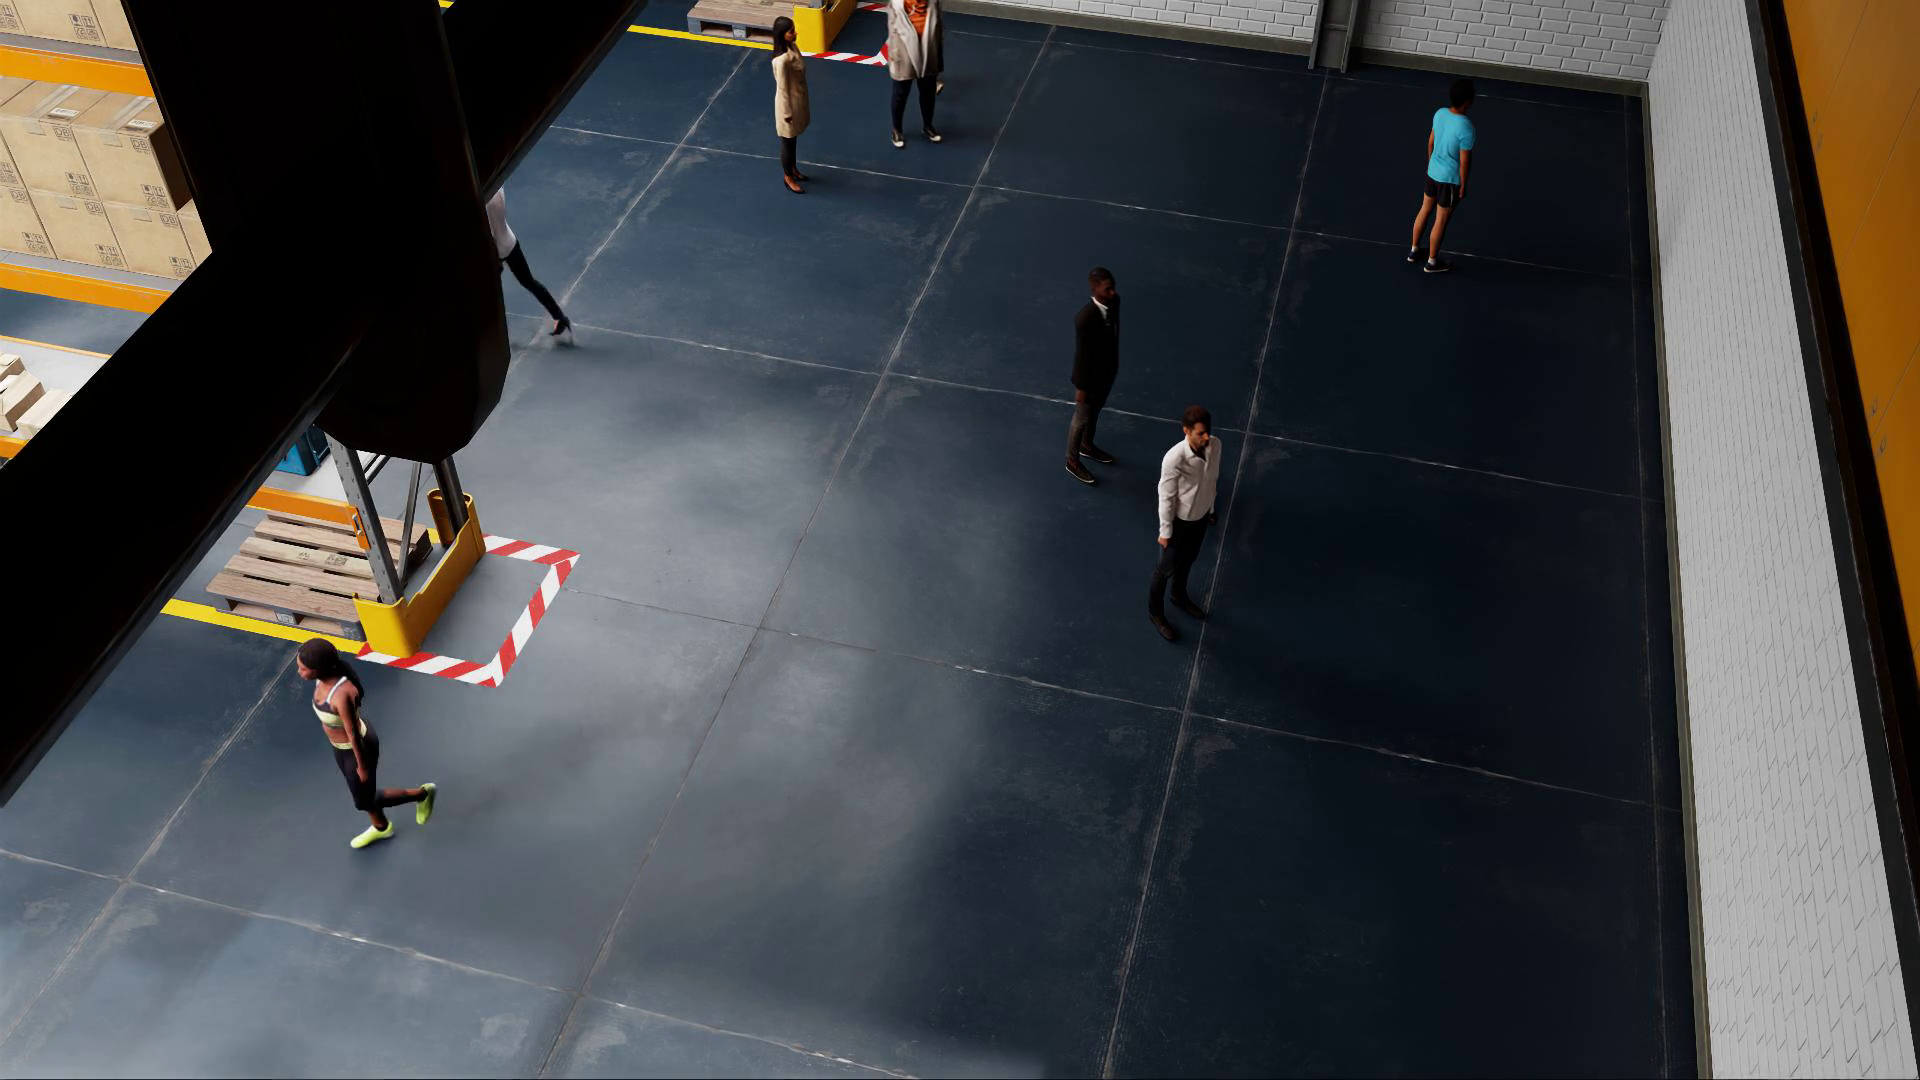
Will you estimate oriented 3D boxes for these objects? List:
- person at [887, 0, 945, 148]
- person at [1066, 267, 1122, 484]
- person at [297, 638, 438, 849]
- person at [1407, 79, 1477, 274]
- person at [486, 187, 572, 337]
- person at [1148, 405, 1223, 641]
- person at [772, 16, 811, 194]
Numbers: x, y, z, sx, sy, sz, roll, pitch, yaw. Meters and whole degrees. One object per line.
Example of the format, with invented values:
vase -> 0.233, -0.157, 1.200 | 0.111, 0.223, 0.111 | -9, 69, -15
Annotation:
person -> -0.437, -4.627, 15.765 | 0.799, 1.885, 0.887 | -12, 45, -13
person -> 0.992, -1.242, 12.274 | 0.679, 1.800, 0.724 | 25, 49, 24
person -> -3.470, 1.182, 9.772 | 0.890, 1.742, 0.854 | -27, 50, -26
person -> 4.152, -3.121, 14.264 | 0.741, 1.776, 0.681 | -22, 48, -21
person -> -3.619, -2.328, 13.448 | 1.157, 1.752, 0.699 | 6, 44, 6
person -> 1.493, -0.152, 11.078 | 0.732, 1.871, 0.741 | -30, 51, -28
person -> -1.564, -3.999, 15.254 | 0.550, 1.682, 0.656 | 7, 44, 7
